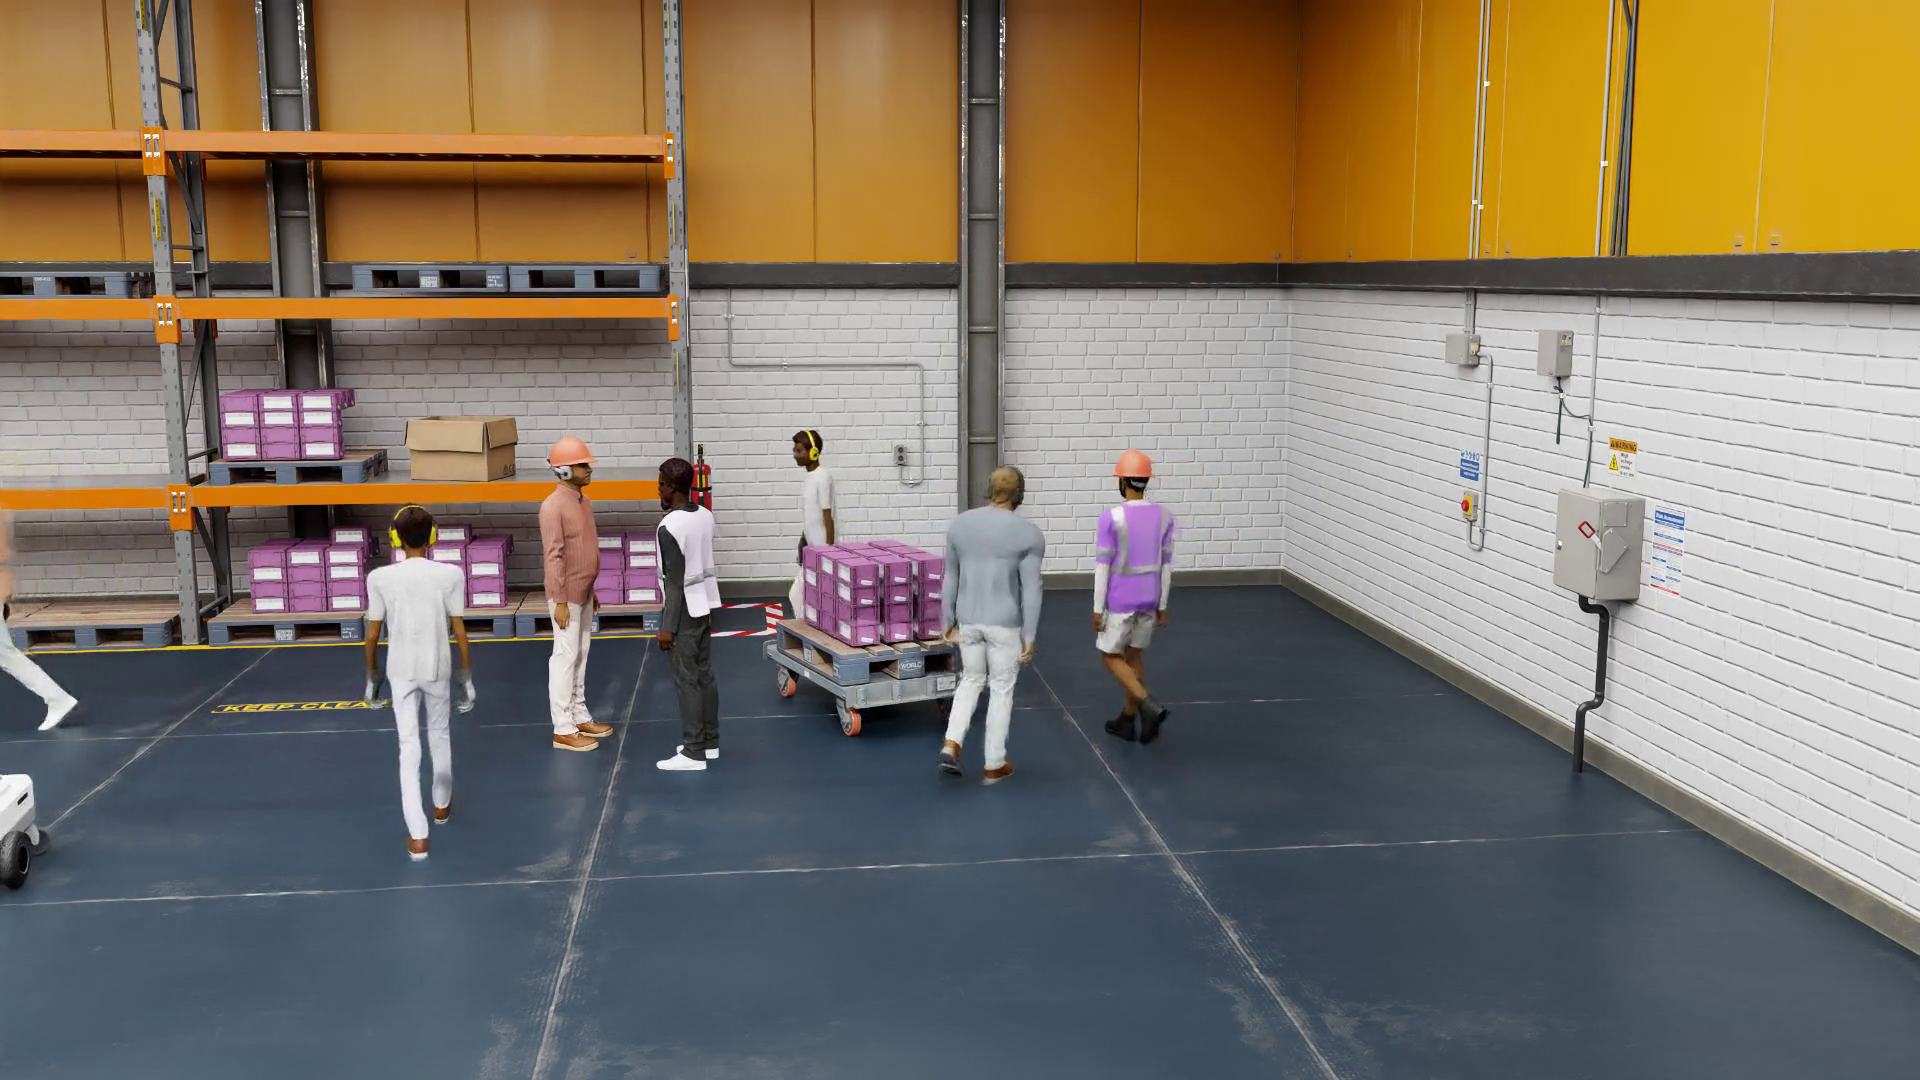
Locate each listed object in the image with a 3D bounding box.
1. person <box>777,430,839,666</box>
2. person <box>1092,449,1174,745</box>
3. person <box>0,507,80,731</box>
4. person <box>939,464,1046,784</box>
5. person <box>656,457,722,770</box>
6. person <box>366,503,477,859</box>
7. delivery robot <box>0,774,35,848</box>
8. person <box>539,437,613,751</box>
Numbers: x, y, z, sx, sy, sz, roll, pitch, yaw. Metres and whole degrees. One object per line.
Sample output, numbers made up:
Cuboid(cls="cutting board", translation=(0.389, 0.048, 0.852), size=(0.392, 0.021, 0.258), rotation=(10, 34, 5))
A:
Cuboid(cls="person", translation=(-1.186, 0.072, 12.794), size=(0.727, 1.836, 0.578), rotation=(-2, 9, -13))
Cuboid(cls="person", translation=(1.129, 0.383, 10.614), size=(0.557, 1.916, 0.657), rotation=(-5, 10, -27))
Cuboid(cls="person", translation=(-6.339, 0.352, 10.902), size=(0.925, 1.899, 0.594), rotation=(-4, 10, -21))
Cuboid(cls="person", translation=(0.173, 0.515, 9.837), size=(0.651, 1.911, 0.598), rotation=(4, 10, 26))
Cuboid(cls="person", translation=(-1.664, 0.452, 10.182), size=(0.379, 1.917, 0.591), rotation=(2, 9, 14))
Cuboid(cls="person", translation=(-2.888, 0.710, 8.879), size=(0.553, 1.825, 0.887), rotation=(-3, 10, -20))
Cuboid(cls="delivery robot", translation=(-4.927, 1.377, 8.356), size=(0.477, 0.478, 0.707), rotation=(-2, 9, -14))
Cuboid(cls="person", translation=(-2.475, 0.336, 10.660), size=(0.374, 1.997, 0.613), rotation=(1, 9, 6))
